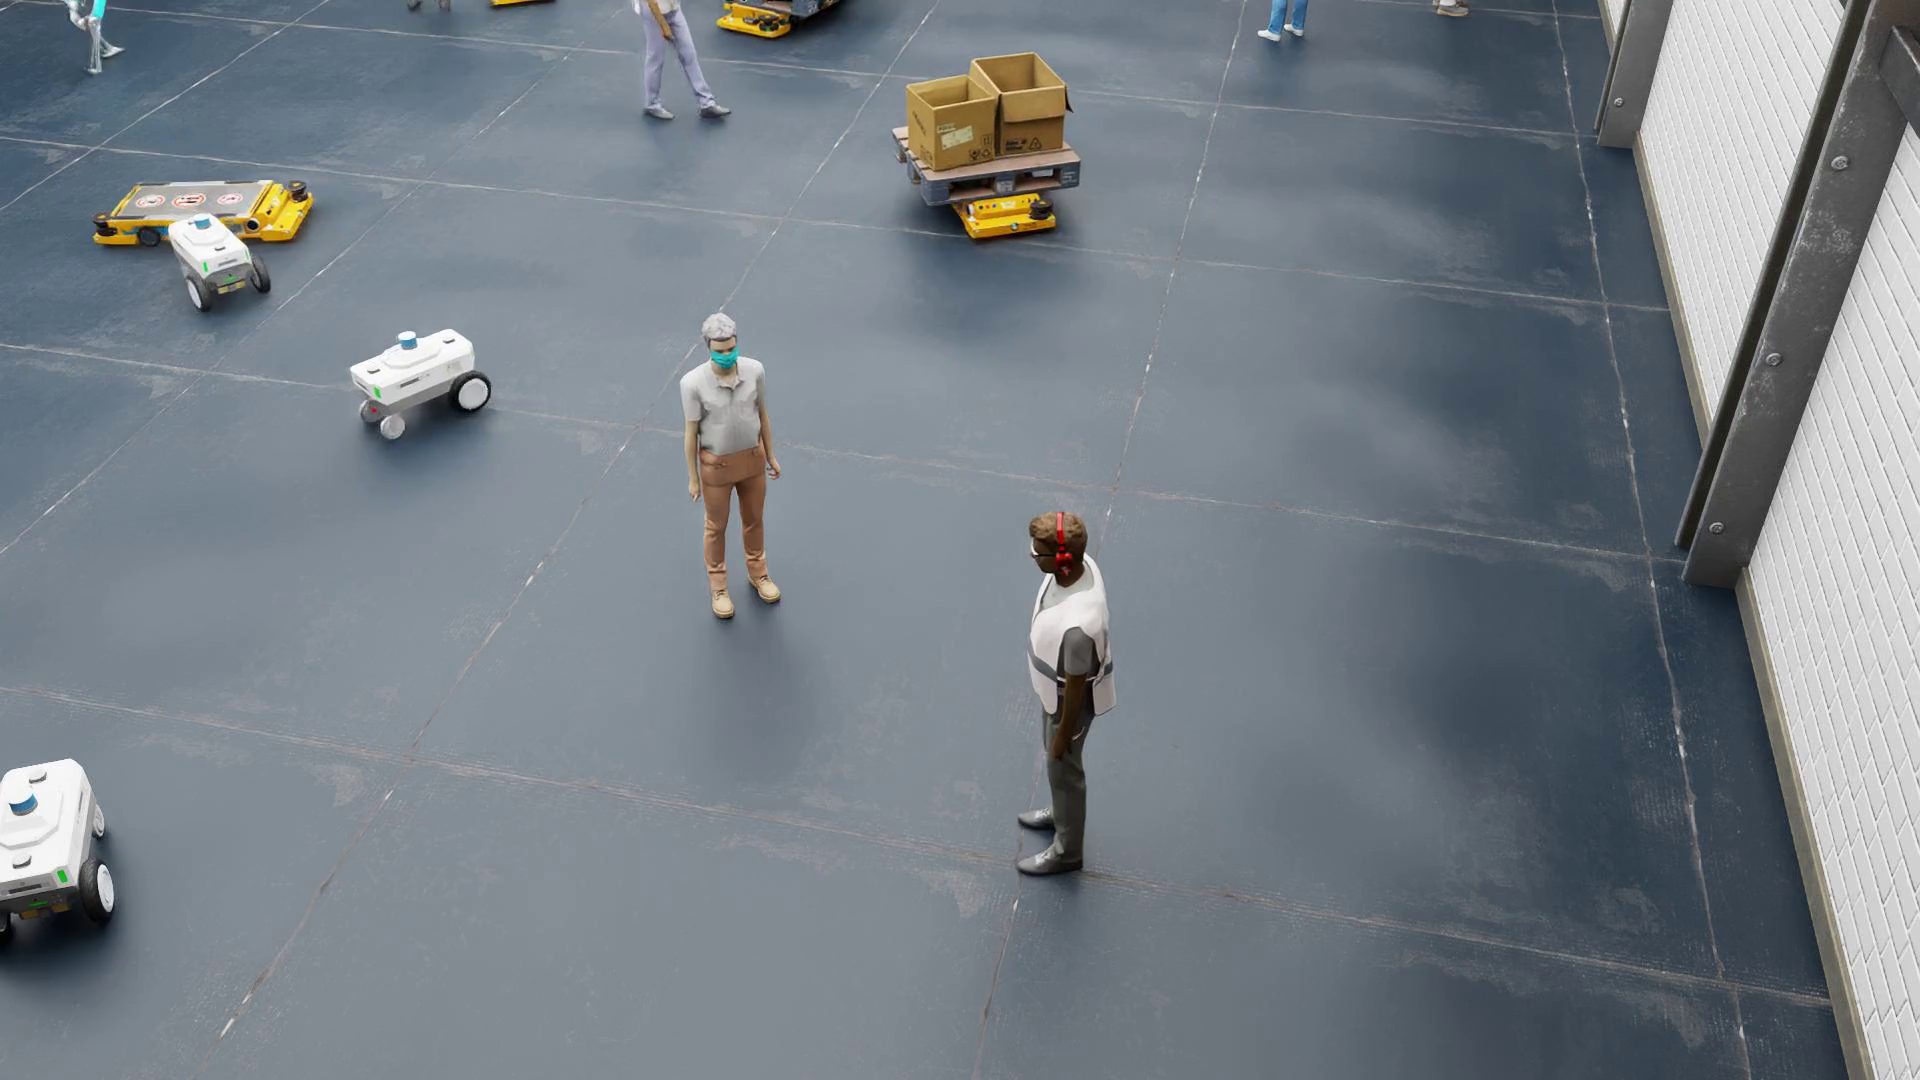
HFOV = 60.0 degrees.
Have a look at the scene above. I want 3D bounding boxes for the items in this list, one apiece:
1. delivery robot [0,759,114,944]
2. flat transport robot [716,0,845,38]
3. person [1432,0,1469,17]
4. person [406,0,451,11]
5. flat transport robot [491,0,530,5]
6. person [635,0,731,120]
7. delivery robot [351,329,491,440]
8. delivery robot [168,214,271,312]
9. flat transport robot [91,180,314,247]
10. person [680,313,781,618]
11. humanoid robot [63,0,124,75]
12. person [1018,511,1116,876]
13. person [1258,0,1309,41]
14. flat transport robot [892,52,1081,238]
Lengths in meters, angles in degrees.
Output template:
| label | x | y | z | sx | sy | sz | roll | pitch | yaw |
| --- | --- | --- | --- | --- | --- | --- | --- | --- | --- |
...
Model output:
| label | x | y | z | sx | sy | sz | roll | pitch | yaw |
| --- | --- | --- | --- | --- | --- | --- | --- | --- | --- |
| delivery robot | -3.976 | 1.335 | 7.202 | 0.499 | 0.606 | 0.794 | -11 | 38 | -14 |
| flat transport robot | -1.693 | -5.245 | 16.237 | 0.659 | 0.231 | 1.431 | 19 | 41 | 24 |
| person | 4.834 | -5.993 | 15.895 | 0.337 | 1.876 | 0.582 | 3 | 37 | 4 |
| person | -5.188 | -5.987 | 15.893 | 0.558 | 1.866 | 0.509 | -1 | 37 | -1 |
| flat transport robot | -4.570 | -5.788 | 16.964 | 0.659 | 0.231 | 1.431 | -15 | 39 | -19 |
| person | -2.372 | -4.327 | 13.722 | 0.767 | 1.809 | 0.581 | 16 | 40 | 20 |
| delivery robot | -3.364 | -1.015 | 10.345 | 0.801 | 0.602 | 0.499 | -30 | 46 | -34 |
| delivery robot | -5.222 | -1.982 | 11.630 | 0.499 | 0.592 | 0.774 | -27 | 44 | -31 |
| flat transport robot | -5.686 | -2.460 | 12.511 | 1.431 | 0.231 | 0.659 | -2 | 37 | -3 |
| person | -1.165 | -0.388 | 8.503 | 0.491 | 1.744 | 0.304 | -18 | 40 | -22 |
| humanoid robot | -7.829 | -5.022 | 14.788 | 0.555 | 1.869 | 0.850 | 12 | 39 | 16 |
| person | 0.455 | 0.650 | 7.045 | 0.398 | 1.833 | 0.570 | -1 | 37 | -2 |
| person | 3.064 | -5.503 | 15.372 | 0.487 | 1.720 | 0.379 | -20 | 41 | -24 |
| flat transport robot | 0.204 | -2.760 | 12.913 | 0.659 | 0.231 | 1.431 | -10 | 38 | -14 |
